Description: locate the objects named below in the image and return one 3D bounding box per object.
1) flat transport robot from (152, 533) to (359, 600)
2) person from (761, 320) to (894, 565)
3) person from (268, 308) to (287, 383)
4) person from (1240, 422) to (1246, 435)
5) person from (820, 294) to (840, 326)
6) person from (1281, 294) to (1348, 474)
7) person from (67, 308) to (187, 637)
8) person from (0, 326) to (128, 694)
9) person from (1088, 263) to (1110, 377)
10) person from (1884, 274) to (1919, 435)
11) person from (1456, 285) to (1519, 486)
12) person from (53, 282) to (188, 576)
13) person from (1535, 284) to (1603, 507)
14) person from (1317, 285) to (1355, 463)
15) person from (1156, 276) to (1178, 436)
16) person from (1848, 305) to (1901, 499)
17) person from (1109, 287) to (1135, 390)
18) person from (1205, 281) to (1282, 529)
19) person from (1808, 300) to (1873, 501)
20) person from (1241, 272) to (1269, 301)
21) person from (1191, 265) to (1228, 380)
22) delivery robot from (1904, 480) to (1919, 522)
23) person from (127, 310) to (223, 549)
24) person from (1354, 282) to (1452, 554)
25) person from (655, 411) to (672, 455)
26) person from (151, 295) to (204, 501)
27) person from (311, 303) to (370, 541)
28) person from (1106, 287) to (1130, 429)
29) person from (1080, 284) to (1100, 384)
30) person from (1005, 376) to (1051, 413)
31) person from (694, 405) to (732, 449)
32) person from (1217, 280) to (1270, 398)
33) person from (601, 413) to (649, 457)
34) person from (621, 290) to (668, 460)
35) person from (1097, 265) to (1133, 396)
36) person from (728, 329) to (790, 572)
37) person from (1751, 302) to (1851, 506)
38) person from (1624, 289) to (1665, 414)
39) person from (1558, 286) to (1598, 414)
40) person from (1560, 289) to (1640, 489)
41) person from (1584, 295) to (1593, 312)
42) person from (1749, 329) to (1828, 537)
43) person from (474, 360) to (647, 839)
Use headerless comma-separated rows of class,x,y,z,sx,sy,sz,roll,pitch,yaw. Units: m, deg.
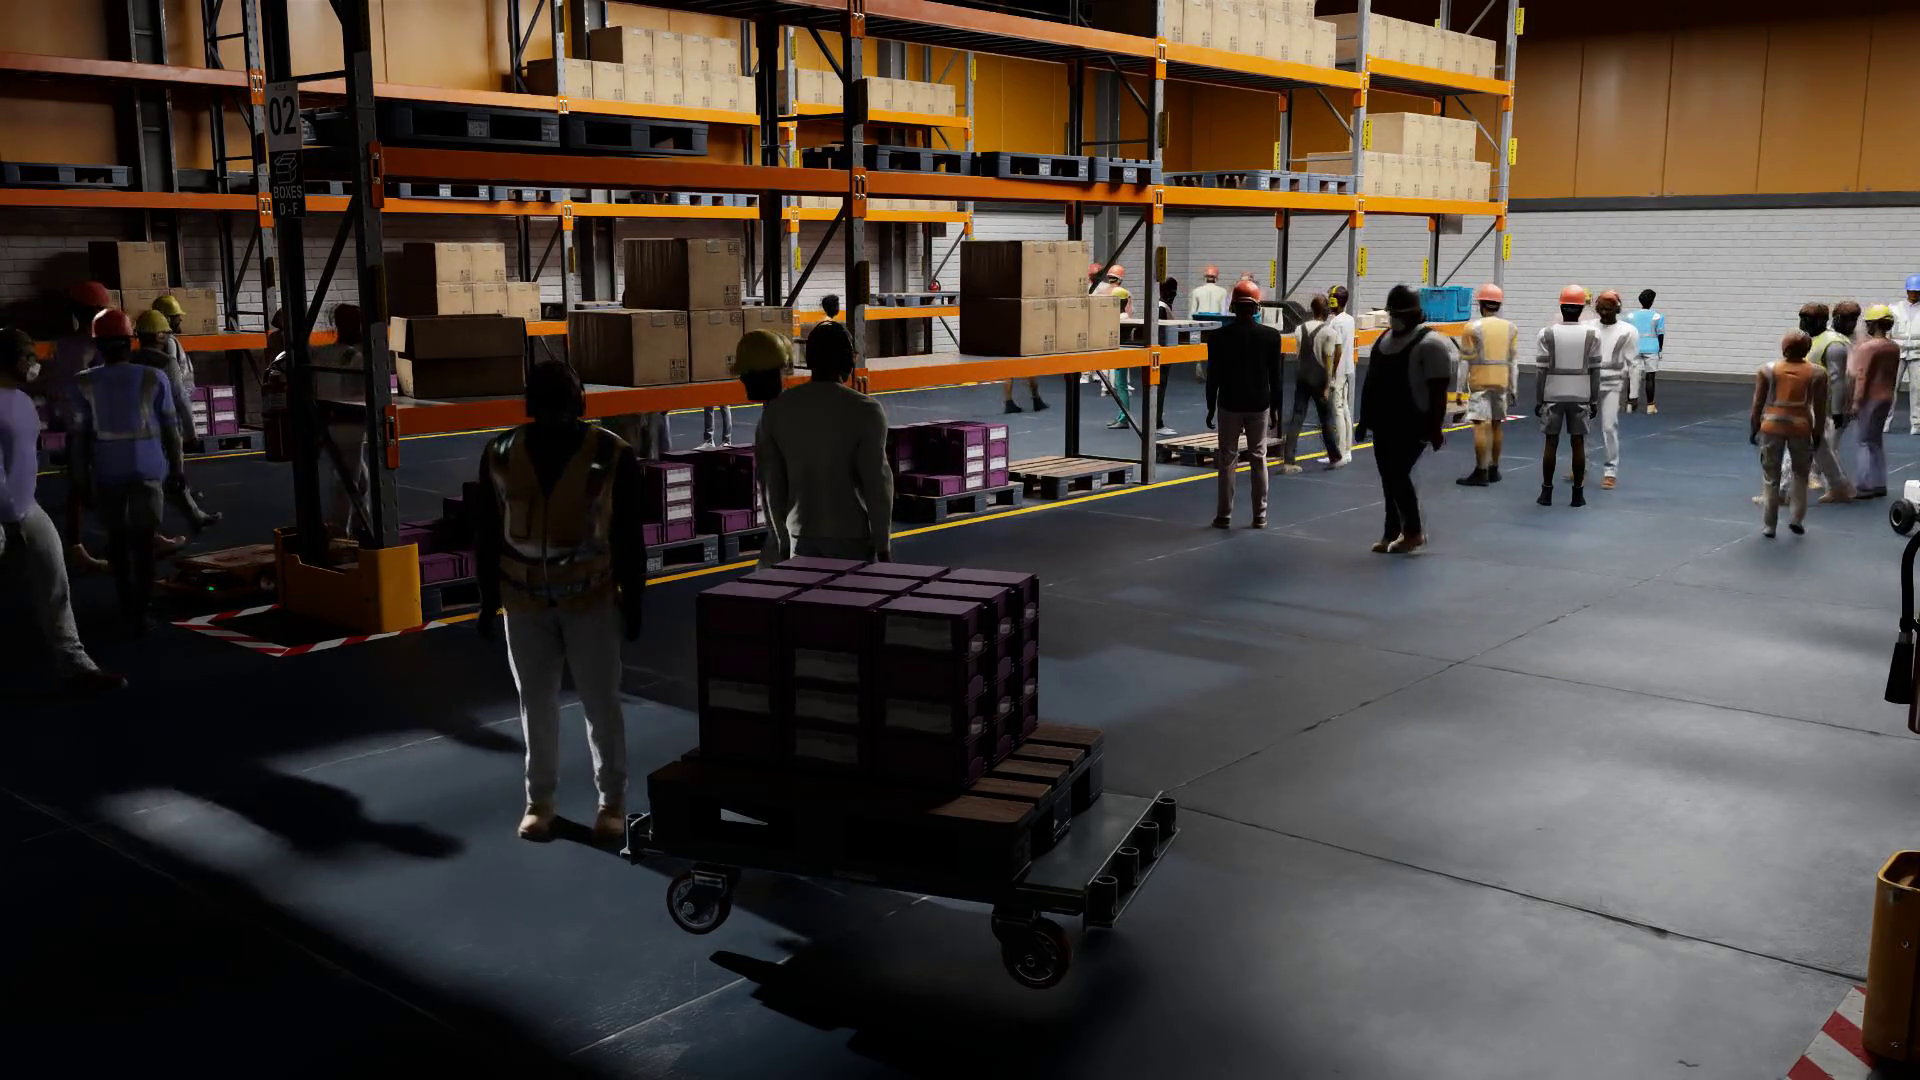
flat transport robot,-4.599,0.163,11.215,0.652,0.197,1.431,6,12,30
person,-0.571,0.000,7.402,0.629,1.940,0.373,5,11,25
person,-7.239,-1.683,17.881,0.502,1.626,0.285,7,12,35
person,3.521,-2.096,20.180,0.309,1.641,0.513,-1,10,-7
person,-1.757,-2.293,21.209,0.600,1.682,0.536,-2,10,-12
person,3.580,-1.563,16.719,0.516,1.796,0.959,10,14,43
person,-4.921,-0.416,9.896,0.586,1.895,0.953,-3,11,-18
person,-4.822,-0.130,8.346,1.045,1.873,0.654,0,10,2
person,2.482,-3.803,28.881,0.856,2.006,0.619,8,13,38
person,11.497,-2.245,20.181,0.610,1.938,0.413,6,12,30
person,5.032,-1.466,15.879,0.590,1.910,0.550,-1,10,-7
person,-5.947,-0.789,11.667,0.618,2.006,0.980,5,11,27
person,5.304,-1.255,14.547,0.545,1.938,0.356,3,10,17
person,3.963,-1.727,17.443,0.315,1.865,0.526,6,12,31
person,2.439,-2.222,20.122,0.391,1.913,0.587,1,10,5
person,8.235,-1.228,15.012,0.647,1.747,0.390,-6,11,-29
person,2.558,-3.185,26.397,0.507,1.633,0.276,6,11,29
person,2.273,-1.077,13.373,0.611,1.995,0.381,0,10,0
person,7.995,-1.299,15.224,0.635,1.815,0.865,0,10,0
person,4.841,-3.523,27.665,0.661,1.872,0.691,5,11,25
person,4.188,-3.634,28.031,0.617,1.965,0.786,3,10,15
delivery robot,7.658,-0.319,12.886,0.477,0.478,0.707,0,10,-1
person,-6.077,-0.863,12.743,0.617,1.780,0.913,5,11,27
person,3.200,-0.887,12.155,0.542,2.000,0.702,-4,11,-23
person,-3.247,-1.685,17.112,0.663,1.897,0.472,1,10,4
person,-7.089,-1.272,14.939,0.404,1.833,0.592,-8,13,-38
person,-4.265,-0.742,11.831,0.598,1.862,0.730,8,13,37
person,1.989,-2.276,20.851,0.310,1.768,0.533,0,10,2
person,2.098,-3.536,27.725,0.417,1.882,0.769,5,11,27
person,0.920,-2.702,22.865,0.862,1.904,0.575,-9,13,-42
person,-2.725,-1.889,18.354,0.532,1.869,0.321,5,11,27
person,4.313,-2.989,24.860,1.008,1.779,0.584,-1,10,-6
person,-2.802,-0.959,13.476,0.669,1.721,0.499,-9,13,-42
person,-2.794,-1.227,14.386,0.372,1.940,0.631,9,13,41
person,2.355,-3.170,25.290,0.608,1.995,0.377,6,12,31
person,-0.735,-0.113,8.254,0.885,1.874,0.646,0,10,1
person,7.488,-1.189,14.595,0.975,1.797,0.648,-1,10,-5
person,9.322,-2.564,22.682,0.533,1.697,0.322,7,12,35
person,8.148,-2.474,21.997,0.539,1.747,0.412,1,10,6
person,6.078,-1.434,15.753,0.745,1.871,0.515,9,13,40
person,9.803,-3.109,26.049,0.795,1.605,0.514,7,12,36
person,6.472,-0.830,13.030,0.533,1.624,0.466,5,11,26
person,-1.521,0.231,6.384,0.644,1.840,0.428,0,10,1
